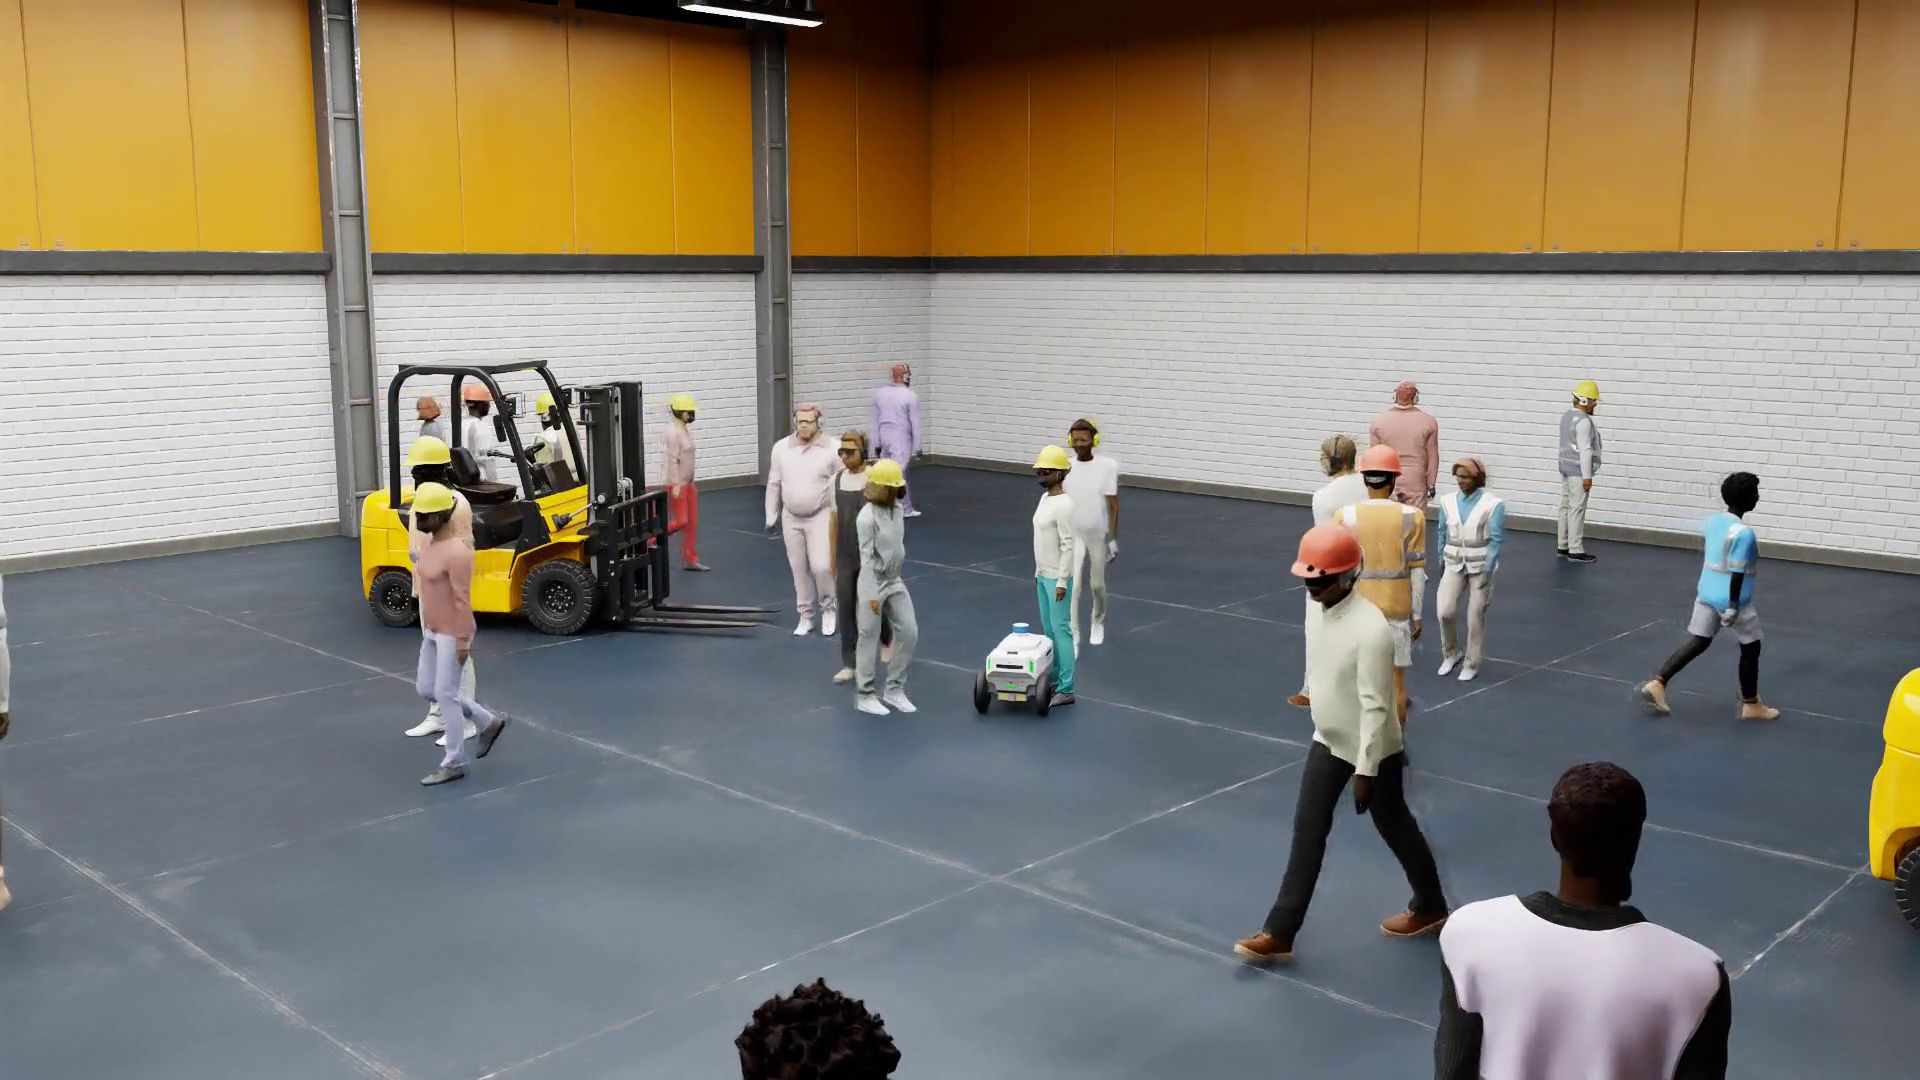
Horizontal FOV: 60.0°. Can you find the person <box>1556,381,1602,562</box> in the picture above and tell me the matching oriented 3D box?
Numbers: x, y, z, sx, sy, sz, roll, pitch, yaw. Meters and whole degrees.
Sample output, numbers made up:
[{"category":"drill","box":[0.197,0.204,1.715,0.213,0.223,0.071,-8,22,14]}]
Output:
[{"category":"person","box":[6.269,-0.693,16.831,0.403,1.822,0.588,0,9,-1]}]

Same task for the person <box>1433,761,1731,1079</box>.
[{"category":"person","box":[1.311,1.422,3.577,0.597,1.915,0.371,5,11,30]}]

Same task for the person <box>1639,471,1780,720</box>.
[{"category":"person","box":[4.930,0.366,10.839,0.841,1.659,0.523,-1,9,-5]}]

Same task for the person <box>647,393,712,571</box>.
[{"category":"person","box":[-2.752,-0.554,16.171,0.578,1.750,0.538,2,10,13]}]

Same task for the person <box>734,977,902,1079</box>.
[{"category":"person","box":[-0.232,1.583,2.453,0.601,1.960,0.373,-7,11,-35]}]

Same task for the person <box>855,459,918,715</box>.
[{"category":"person","box":[-0.486,0.316,10.926,0.513,1.724,0.507,7,11,35]}]

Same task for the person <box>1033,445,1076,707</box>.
[{"category":"person","box":[0.621,0.239,11.275,0.298,1.772,0.533,-3,10,-15]}]

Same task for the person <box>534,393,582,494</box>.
[{"category":"person","box":[-3.703,-0.430,15.217,0.403,1.823,0.588,3,10,20]}]

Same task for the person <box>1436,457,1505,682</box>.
[{"category":"person","box":[3.615,0.219,11.857,0.510,1.621,0.414,8,12,39]}]

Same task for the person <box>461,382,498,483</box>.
[{"category":"person","box":[-4.576,-0.515,15.497,0.826,1.911,0.551,-8,12,-39]}]

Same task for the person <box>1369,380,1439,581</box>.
[{"category":"person","box":[4.174,-0.546,15.667,0.639,1.911,0.402,3,10,20]}]

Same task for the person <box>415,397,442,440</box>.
[{"category":"person","box":[-5.576,-0.687,17.383,0.425,1.618,0.522,-6,11,-33]}]

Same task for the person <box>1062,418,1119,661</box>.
[{"category":"person","box":[0.984,-0.034,12.773,0.515,1.834,0.916,2,9,10]}]

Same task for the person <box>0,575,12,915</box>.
[{"category":"person","box":[-4.609,0.729,7.467,0.609,2.039,0.397,-8,12,-41]}]

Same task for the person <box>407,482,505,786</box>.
[{"category":"person","box":[-2.919,0.520,9.582,0.478,1.747,0.532,-7,12,-38]}]

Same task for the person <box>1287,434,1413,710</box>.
[{"category":"person","box":[2.548,0.258,10.815,0.626,1.897,0.958,-6,11,-32]}]

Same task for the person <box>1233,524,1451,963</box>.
[{"category":"person","box":[1.706,0.860,7.090,1.110,1.906,0.621,-4,10,-24]}]

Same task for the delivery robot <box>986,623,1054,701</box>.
[{"category":"delivery robot","box":[0.413,0.805,11.231,0.477,0.478,0.707,2,10,15]}]

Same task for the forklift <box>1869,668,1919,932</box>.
[{"category":"forklift","box":[5.205,0.723,7.013,2.313,2.155,1.214,9,13,43]}]

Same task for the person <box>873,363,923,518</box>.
[{"category":"person","box":[-0.761,-1.131,19.401,0.657,1.870,0.950,8,13,42]}]

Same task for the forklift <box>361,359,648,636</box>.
[{"category":"forklift","box":[-3.850,-0.407,13.936,2.313,2.155,1.214,2,9,11]}]

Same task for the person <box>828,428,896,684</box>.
[{"category":"person","box":[-0.695,0.101,11.945,0.529,1.826,0.589,4,10,25]}]

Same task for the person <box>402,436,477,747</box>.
[{"category":"person","box":[-3.241,0.313,10.340,0.586,1.928,0.369,8,12,41]}]

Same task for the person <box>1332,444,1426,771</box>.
[{"category":"person","box":[2.446,0.404,9.780,0.542,1.929,0.374,2,9,11]}]

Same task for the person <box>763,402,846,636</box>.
[{"category":"person","box":[-1.233,-0.158,13.334,0.657,1.891,0.466,3,10,16]}]
